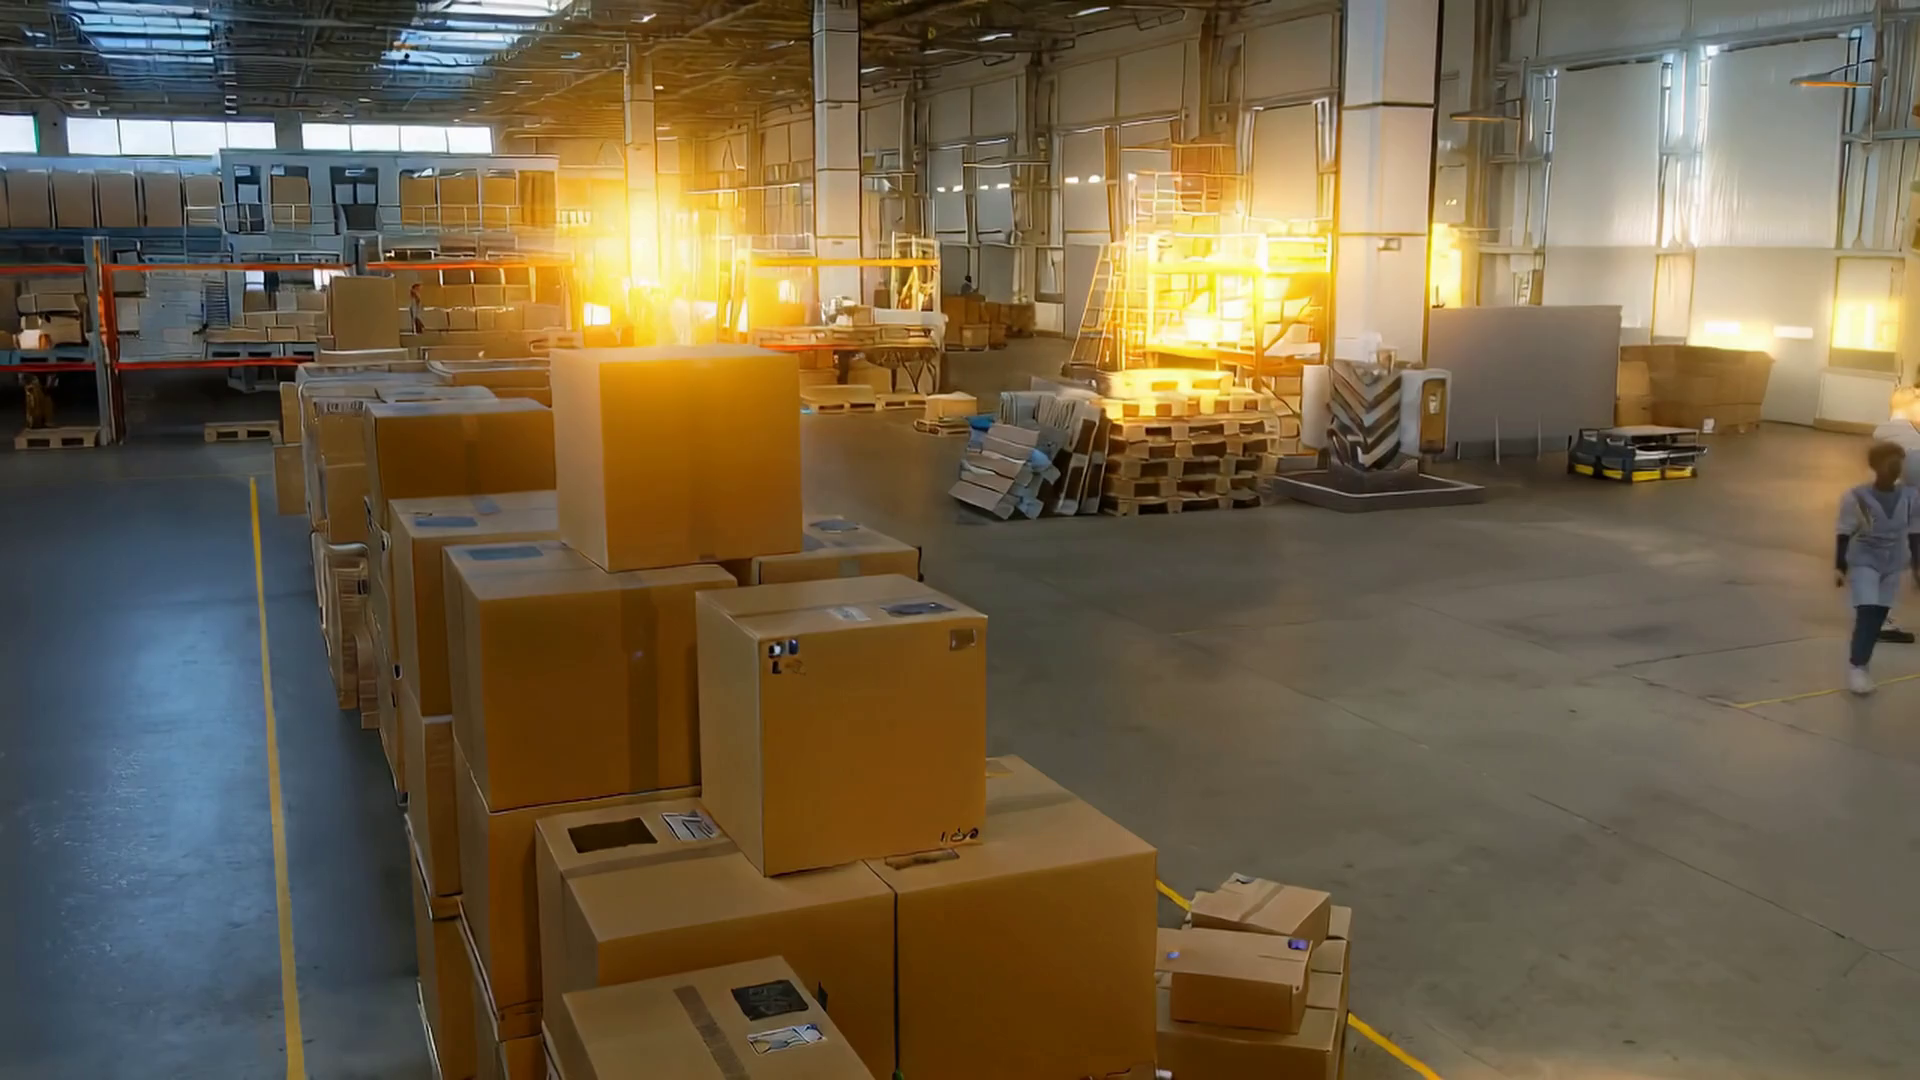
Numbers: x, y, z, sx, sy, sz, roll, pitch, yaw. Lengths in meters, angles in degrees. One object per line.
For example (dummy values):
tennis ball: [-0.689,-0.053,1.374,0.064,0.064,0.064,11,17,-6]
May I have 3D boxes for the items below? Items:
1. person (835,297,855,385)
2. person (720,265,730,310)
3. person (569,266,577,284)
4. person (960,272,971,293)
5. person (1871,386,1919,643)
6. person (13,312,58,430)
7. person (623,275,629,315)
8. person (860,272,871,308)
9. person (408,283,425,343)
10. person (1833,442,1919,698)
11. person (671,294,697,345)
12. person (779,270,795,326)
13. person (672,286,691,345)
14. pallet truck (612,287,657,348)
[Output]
person: [-2.113,-3.519,30.747,0.388,1.919,0.587,-3,11,-15]
person: [-9.816,-10.585,69.505,0.652,1.972,0.628,-8,13,-39]
person: [-16.746,-10.945,71.877,0.412,1.842,0.646,-3,11,-17]
person: [0.188,-7.494,52.610,0.360,1.930,0.587,-4,11,-21]
person: [6.959,-0.186,12.359,0.380,1.928,0.636,1,10,3]
person: [-14.132,-2.545,25.458,0.581,1.882,0.339,-2,10,-9]
person: [-12.933,-9.738,65.144,0.612,1.889,1.018,2,11,12]
person: [-3.502,-8.662,59.325,0.649,1.829,0.488,2,10,9]
person: [-13.764,-5.571,42.200,0.335,1.864,0.521,3,11,19]
person: [6.051,0.205,10.887,0.538,1.677,0.630,0,10,-2]
person: [-6.726,-5.257,40.599,0.629,1.818,0.764,-3,11,-18]
person: [-5.852,-8.164,56.323,0.565,1.922,0.419,5,12,27]
person: [-6.217,-4.712,37.251,0.374,1.939,0.629,3,11,19]
pallet truck: [-6.464,-4.406,35.401,0.823,1.965,1.885,6,12,32]
